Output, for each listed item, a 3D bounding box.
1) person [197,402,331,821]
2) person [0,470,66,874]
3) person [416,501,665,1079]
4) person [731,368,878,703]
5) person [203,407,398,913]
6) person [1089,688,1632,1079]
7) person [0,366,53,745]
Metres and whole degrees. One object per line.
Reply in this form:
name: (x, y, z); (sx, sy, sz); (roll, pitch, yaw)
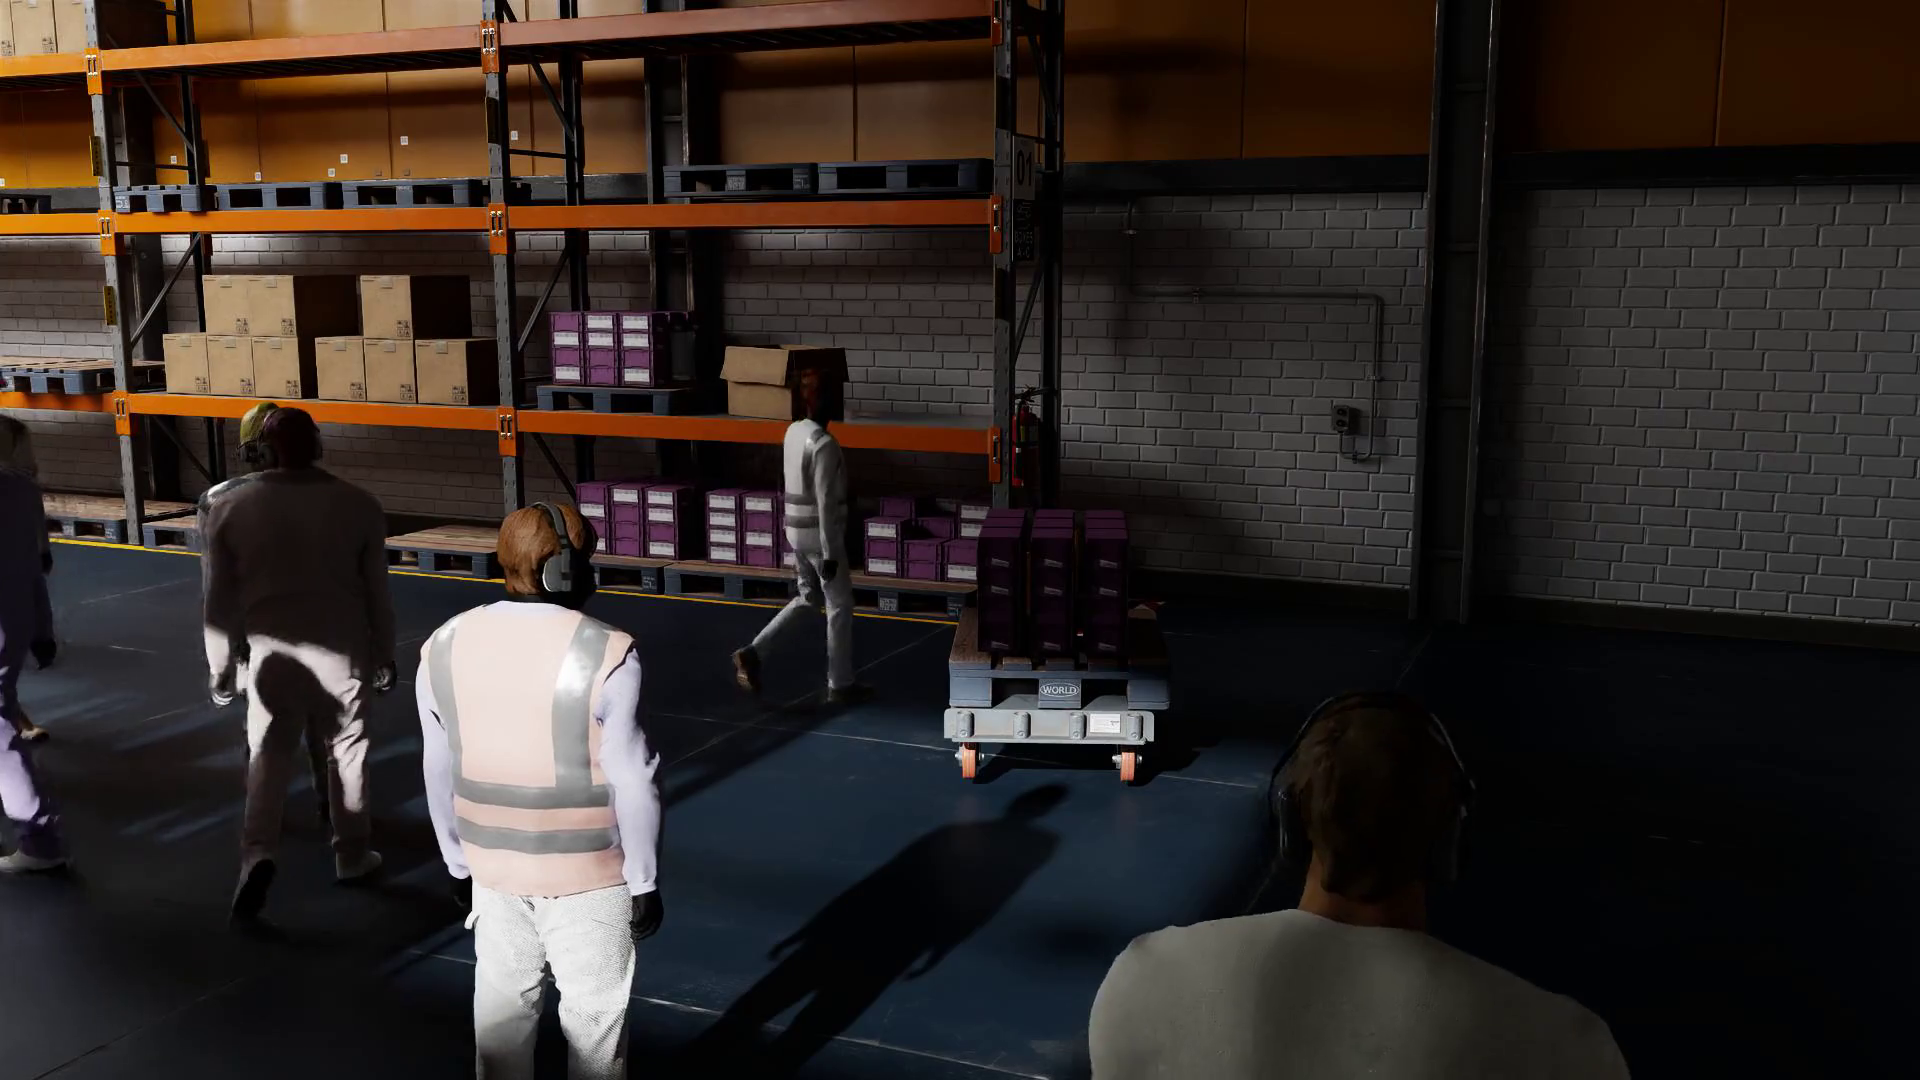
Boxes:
person: (-2.921, 0.325, 7.150); (0.586, 1.833, 0.403); (-3, 10, -18)
person: (-3.960, 0.411, 6.512); (0.858, 1.867, 0.658); (1, 10, 4)
person: (-1.017, 0.818, 4.176); (0.629, 1.839, 0.429); (3, 10, 18)
person: (-0.838, -0.002, 9.025); (0.734, 1.862, 0.582); (-5, 11, -30)
person: (-2.489, 0.449, 6.286); (0.673, 1.886, 0.674); (-2, 10, -12)
person: (0.523, 1.112, 2.188); (0.662, 1.910, 0.830); (4, 10, 23)
person: (-4.987, 0.009, 8.510); (0.858, 2.015, 0.624); (5, 11, 27)
